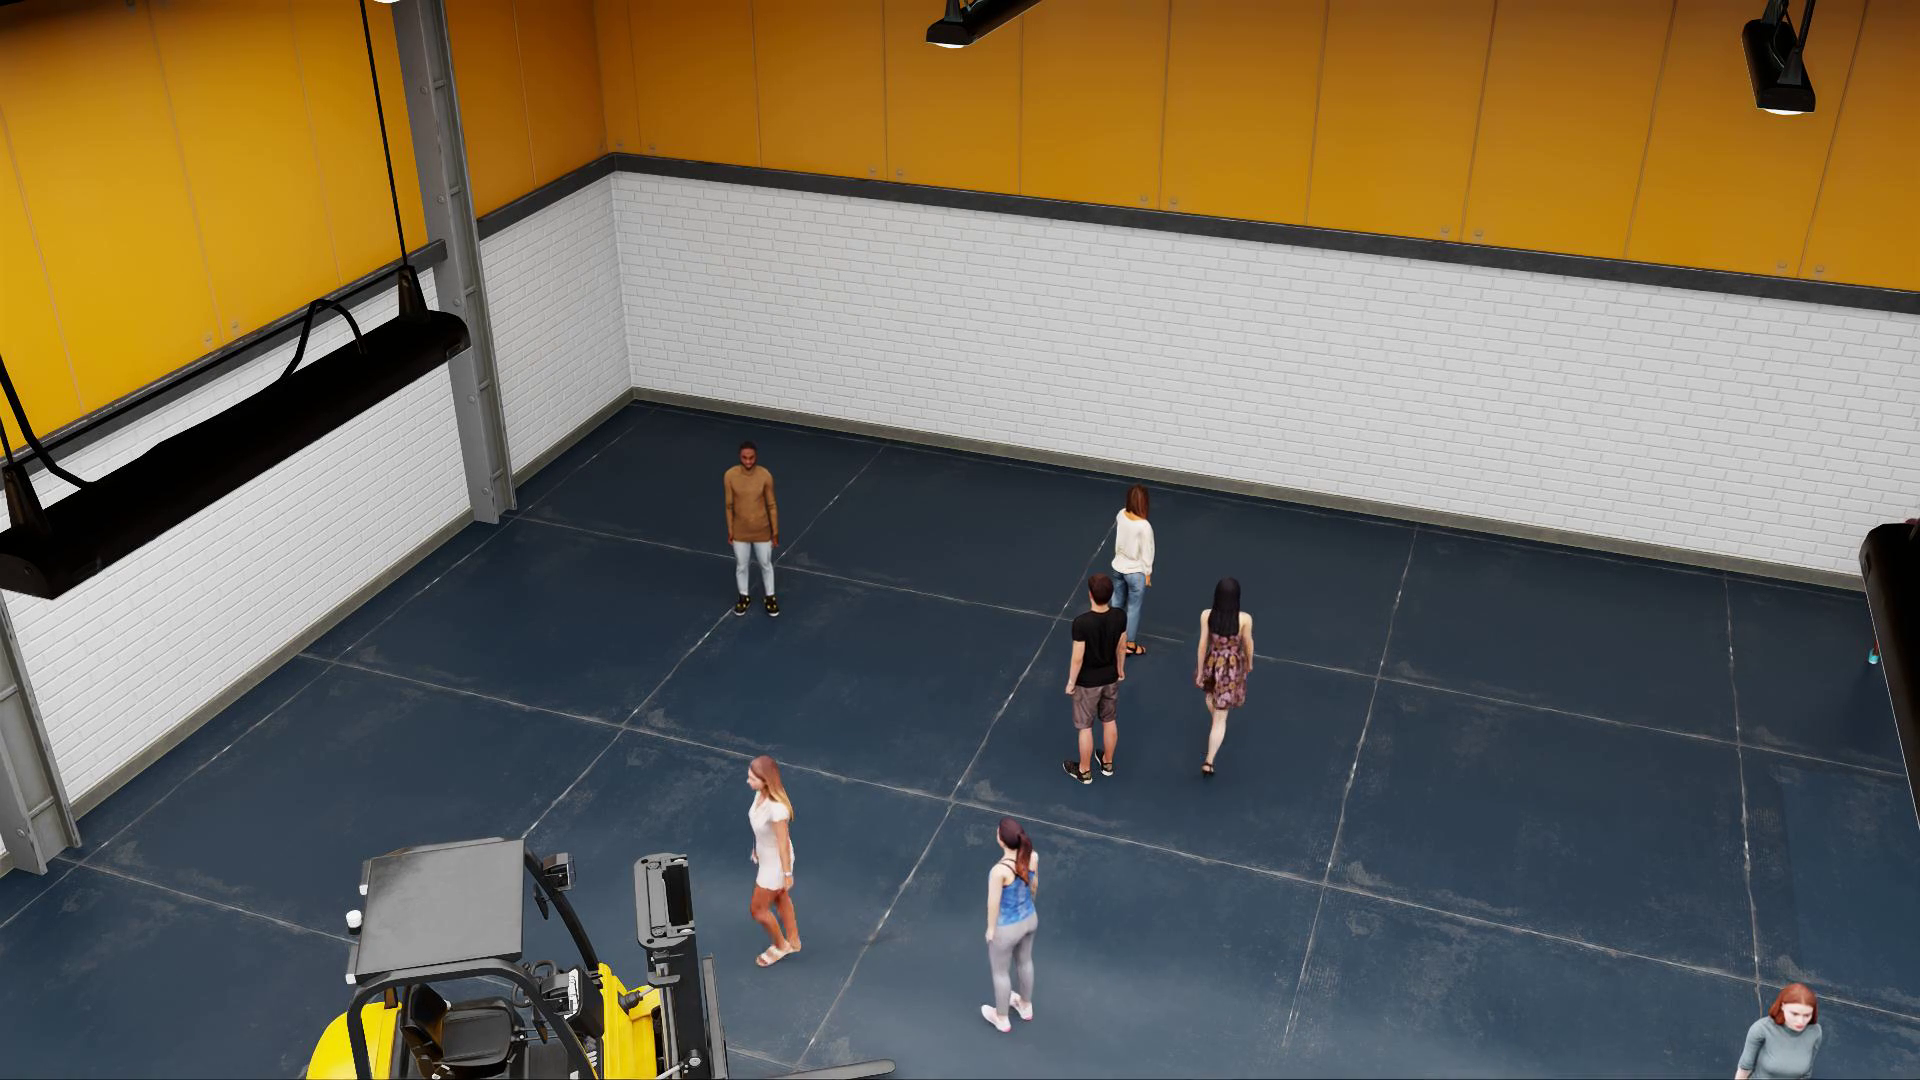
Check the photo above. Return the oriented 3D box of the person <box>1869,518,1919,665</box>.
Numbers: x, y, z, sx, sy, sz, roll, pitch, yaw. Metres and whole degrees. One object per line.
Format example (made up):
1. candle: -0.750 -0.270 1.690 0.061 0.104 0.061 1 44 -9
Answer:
1. person: 8.434 0.353 14.745 0.636 1.723 0.660 25 37 37

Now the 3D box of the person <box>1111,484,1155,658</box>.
1. person: 1.532 0.264 14.956 0.735 1.677 0.704 -17 33 -29

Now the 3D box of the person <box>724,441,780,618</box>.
1. person: -1.939 -0.112 15.506 0.706 1.810 0.683 0 29 1

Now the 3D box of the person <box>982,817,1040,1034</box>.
1. person: 0.352 2.518 10.901 0.602 1.604 0.701 -22 36 -35

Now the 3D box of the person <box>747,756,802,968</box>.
1. person: -1.197 2.184 11.432 0.786 1.681 0.719 -10 30 -18

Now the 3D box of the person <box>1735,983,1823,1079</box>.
1. person: 4.594 3.205 9.496 0.649 1.743 0.634 1 29 3

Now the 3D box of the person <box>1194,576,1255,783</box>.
1. person: 2.089 1.140 13.297 0.618 1.728 1.108 10 30 17

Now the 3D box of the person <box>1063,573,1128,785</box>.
1. person: 1.081 1.096 13.240 0.754 1.861 0.823 -14 31 -23
